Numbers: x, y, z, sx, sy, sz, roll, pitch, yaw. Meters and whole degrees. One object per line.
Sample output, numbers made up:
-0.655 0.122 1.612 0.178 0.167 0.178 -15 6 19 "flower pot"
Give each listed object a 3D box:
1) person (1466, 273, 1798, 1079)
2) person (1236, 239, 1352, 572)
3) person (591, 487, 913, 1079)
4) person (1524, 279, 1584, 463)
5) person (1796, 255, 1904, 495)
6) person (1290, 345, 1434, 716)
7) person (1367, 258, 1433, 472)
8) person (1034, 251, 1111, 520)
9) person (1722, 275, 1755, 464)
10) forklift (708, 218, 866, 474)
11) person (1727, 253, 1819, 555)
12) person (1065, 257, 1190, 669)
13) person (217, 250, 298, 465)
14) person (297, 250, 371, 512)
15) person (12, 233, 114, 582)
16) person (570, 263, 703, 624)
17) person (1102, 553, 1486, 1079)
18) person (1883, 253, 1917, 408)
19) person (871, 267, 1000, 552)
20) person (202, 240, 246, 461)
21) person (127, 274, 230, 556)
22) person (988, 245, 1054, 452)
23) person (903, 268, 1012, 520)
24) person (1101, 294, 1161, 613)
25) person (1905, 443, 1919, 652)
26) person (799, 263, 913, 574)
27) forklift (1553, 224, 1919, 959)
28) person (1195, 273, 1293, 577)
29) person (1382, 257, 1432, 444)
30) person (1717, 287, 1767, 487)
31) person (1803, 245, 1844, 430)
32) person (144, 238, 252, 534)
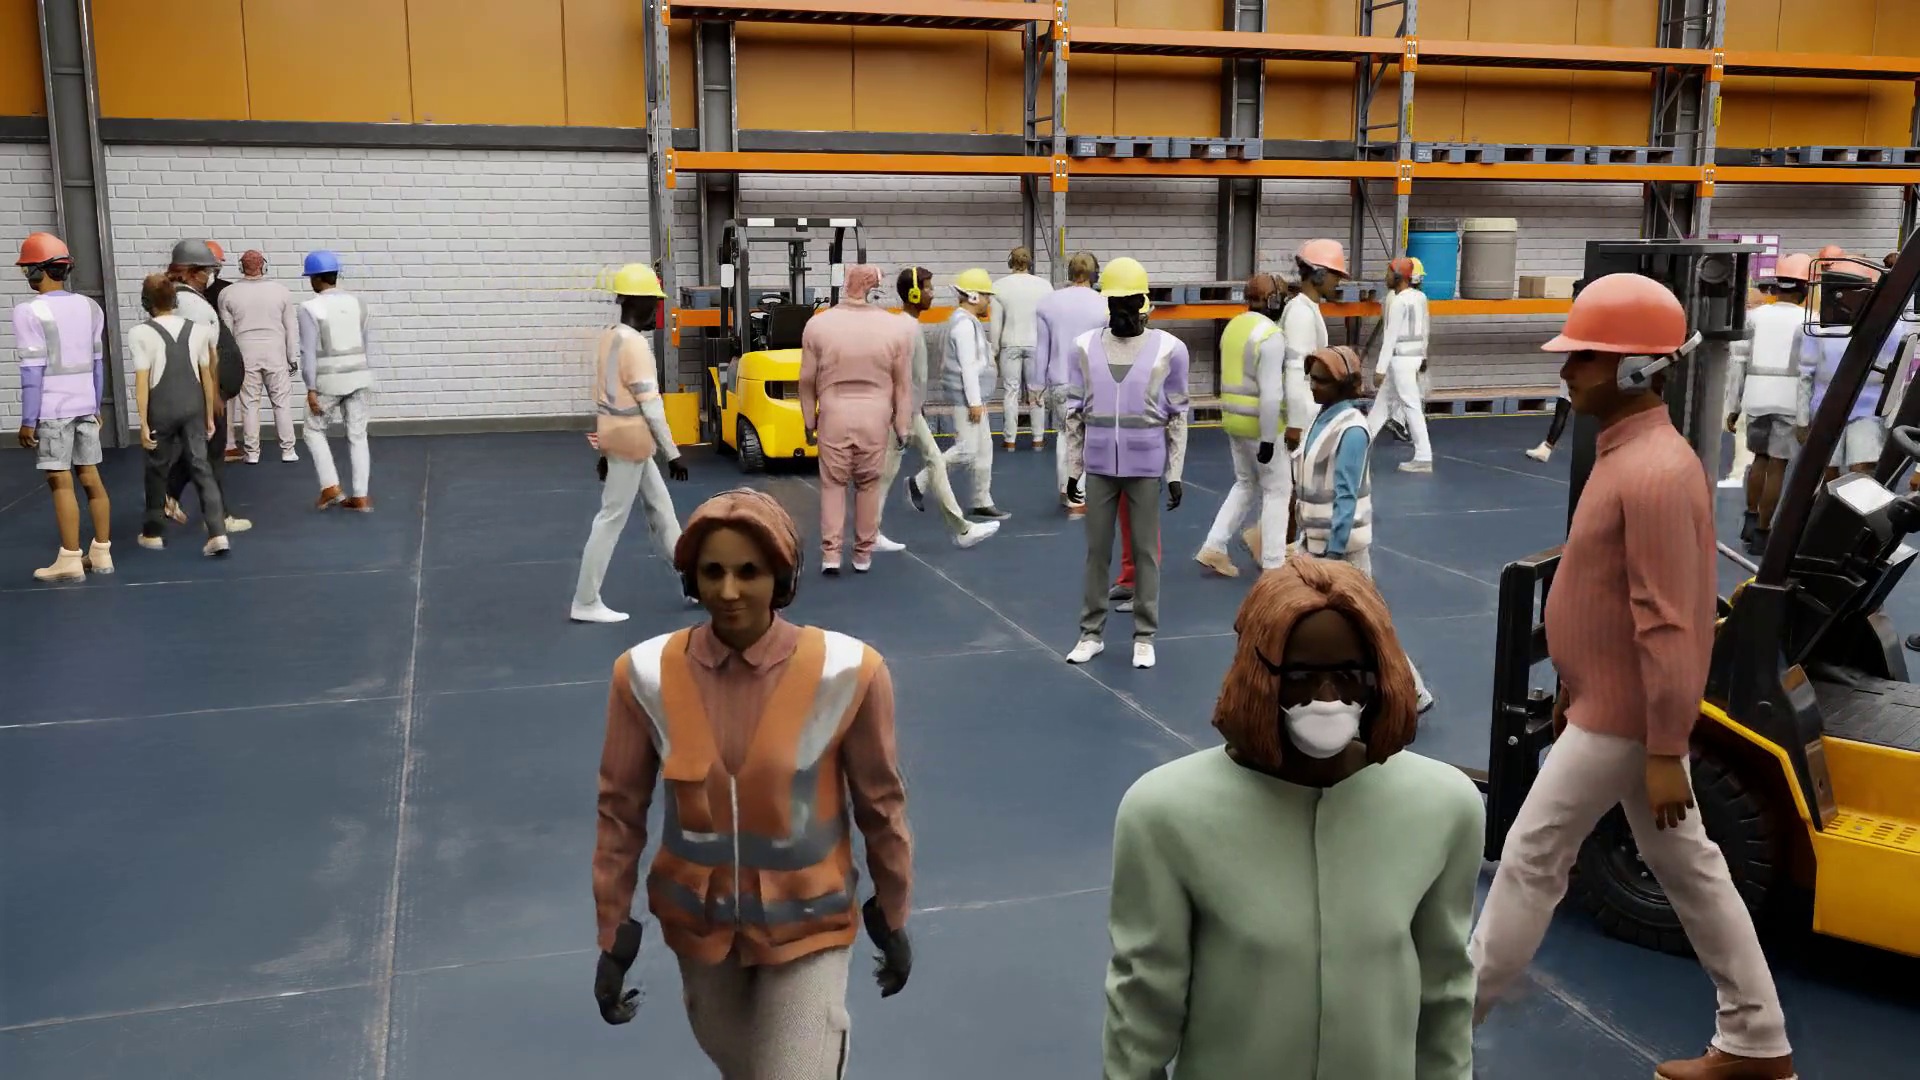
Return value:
1.497 0.363 3.856 1.055 1.939 0.642 4 11 19 "person"
2.006 -0.753 9.781 0.523 2.010 0.638 2 11 10 "person"
-0.374 0.711 2.869 0.542 1.589 0.861 2 10 9 "person"
5.544 -1.497 14.841 0.878 1.646 0.560 -3 11 -14 "person"
5.323 -0.745 10.004 0.565 1.912 0.446 8 13 38 "person"
1.561 0.002 6.783 0.809 1.603 0.515 -2 10 -8 "person"
3.704 -1.511 14.414 0.951 1.832 0.606 5 12 26 "person"
0.883 -1.122 12.057 0.657 1.913 0.659 4 11 23 "person"
6.779 -1.495 14.692 0.904 1.688 0.509 -1 10 -7 "person"
-1.522 -1.778 14.899 1.214 2.155 2.313 -3 11 -17 "forklift"
5.251 -0.861 10.638 0.615 1.910 0.558 -9 14 -40 "person"
0.773 -0.353 7.820 0.589 1.927 0.387 4 11 19 "person"
-6.241 -1.624 14.844 0.639 1.909 0.409 -4 11 -22 "person"
-4.577 -1.152 12.211 0.504 1.925 0.621 8 13 37 "person"
-5.296 -0.770 9.786 0.370 2.044 0.608 2 11 13 "person"
-1.635 -0.500 8.760 0.982 1.878 0.597 -3 11 -18 "person"
0.437 0.818 2.205 0.507 1.631 0.266 -1 10 -6 "person"
10.786 -2.399 19.285 0.430 1.841 0.624 -1 10 -4 "person"
-0.228 -0.825 10.682 0.941 1.822 0.555 -2 11 -13 "person"
-6.737 -1.707 15.076 0.632 1.988 0.426 3 11 14 "person"
-4.982 -0.792 10.591 0.965 1.798 0.536 9 14 41 "person"
0.575 -1.798 15.709 0.627 1.941 0.372 -1 10 -5 "person"
-0.010 -1.023 11.829 0.697 1.804 0.598 1 10 5 "person"
0.919 -0.491 9.014 0.330 1.768 0.526 -3 11 -15 "person"
4.854 -0.389 7.989 0.547 1.938 0.379 1 10 6 "person"
-0.619 -0.708 9.907 0.678 1.867 0.478 -1 10 -5 "person"
2.909 0.117 4.508 2.313 2.155 1.214 9 14 40 "forklift"
1.720 -0.655 9.786 0.602 1.814 0.637 -3 11 -18 "person"
4.349 -1.829 16.188 0.414 1.822 0.614 -5 11 -24 "person"
6.392 -1.225 13.419 0.501 1.619 0.512 1 10 3 "person"
8.964 -2.080 17.257 0.355 1.940 0.542 -7 12 -33 "person"
-5.183 -1.048 11.319 0.594 2.000 0.695 -7 12 -33 "person"
